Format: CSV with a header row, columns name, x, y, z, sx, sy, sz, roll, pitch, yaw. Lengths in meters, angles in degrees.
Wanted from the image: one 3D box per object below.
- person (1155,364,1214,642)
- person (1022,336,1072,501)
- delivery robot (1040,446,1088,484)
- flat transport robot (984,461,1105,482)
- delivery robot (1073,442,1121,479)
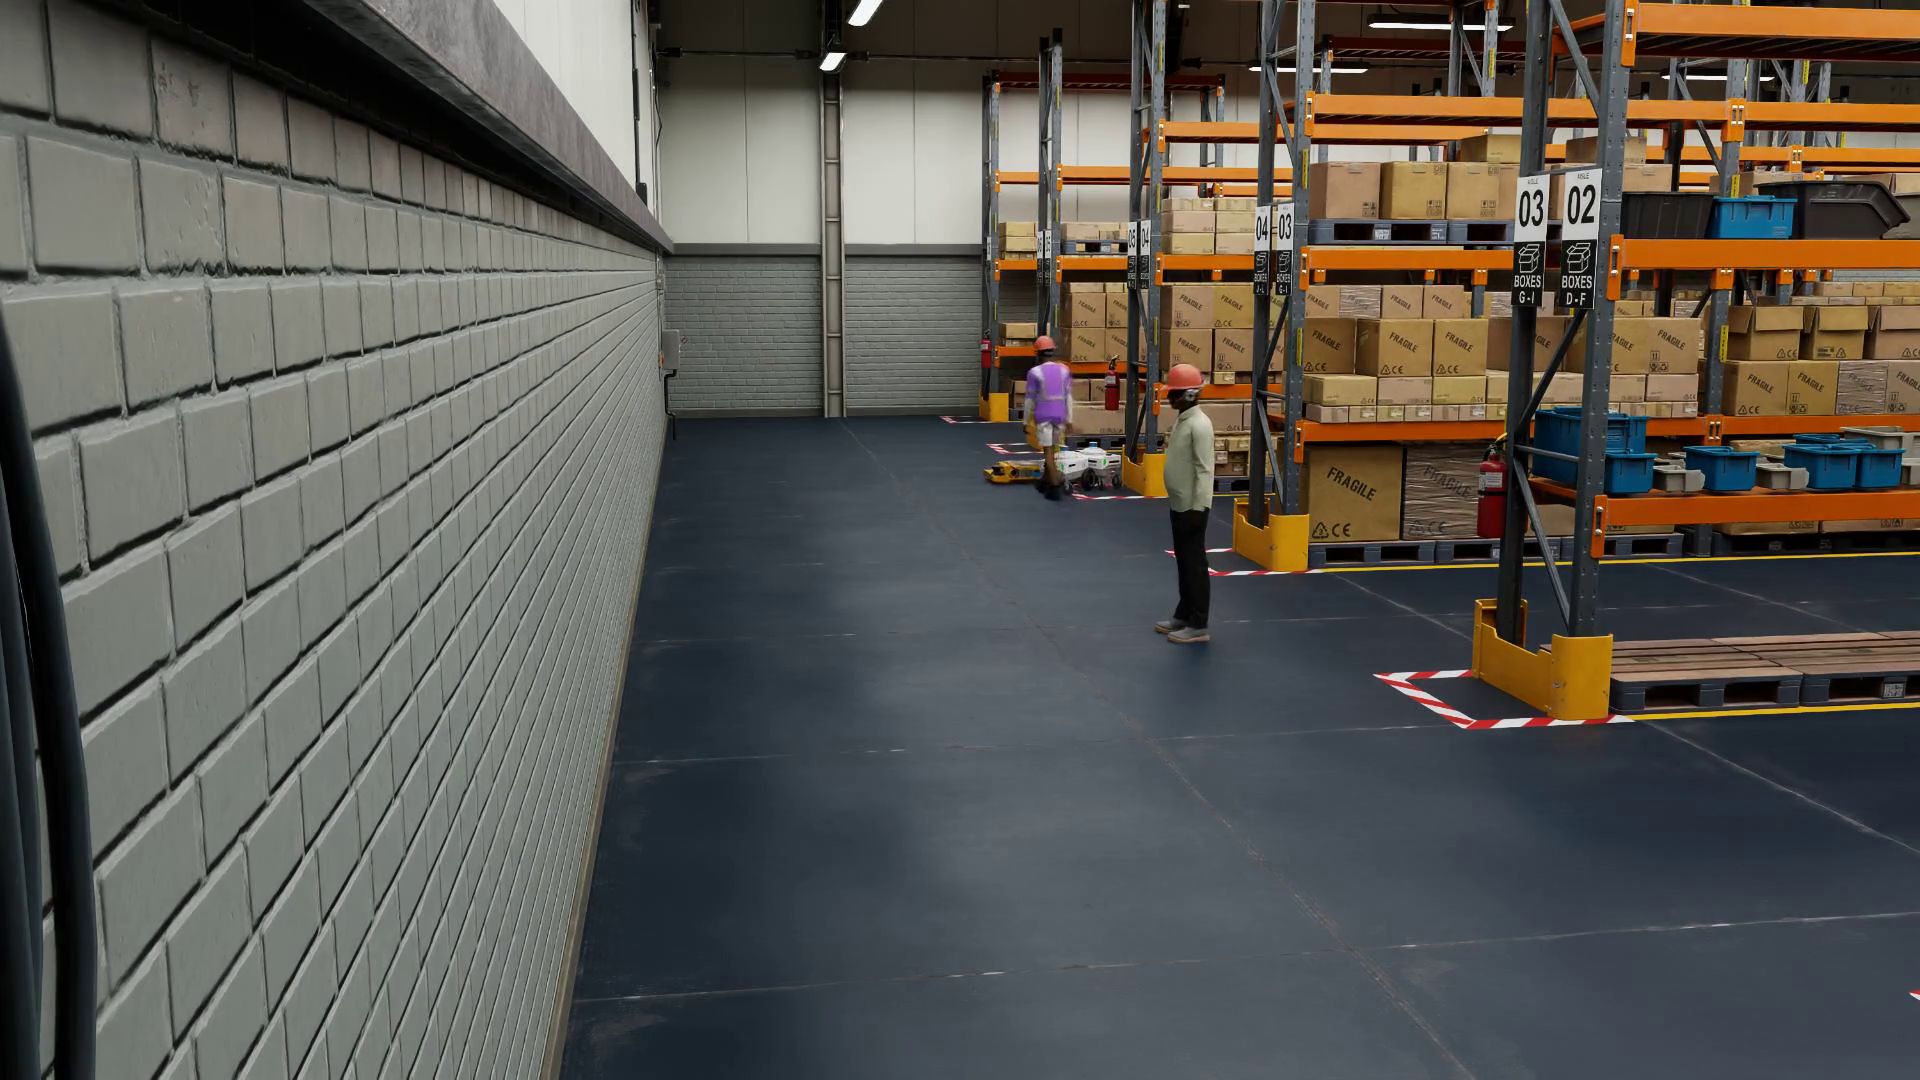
name,x,y,z,sx,sy,sz,roll,pitch,yaw
person,1.615,-0.266,11.935,0.401,1.989,0.623,-1,9,-8
person,0.979,-1.433,19.440,0.556,1.888,0.893,-4,10,-25
delivery robot,1.246,-0.885,19.886,0.477,0.478,0.707,5,11,30
flat transport robot,1.064,-0.882,21.033,1.431,0.197,0.652,-1,9,-8
delivery robot,1.629,-0.957,20.329,0.477,0.478,0.707,-8,12,-42
